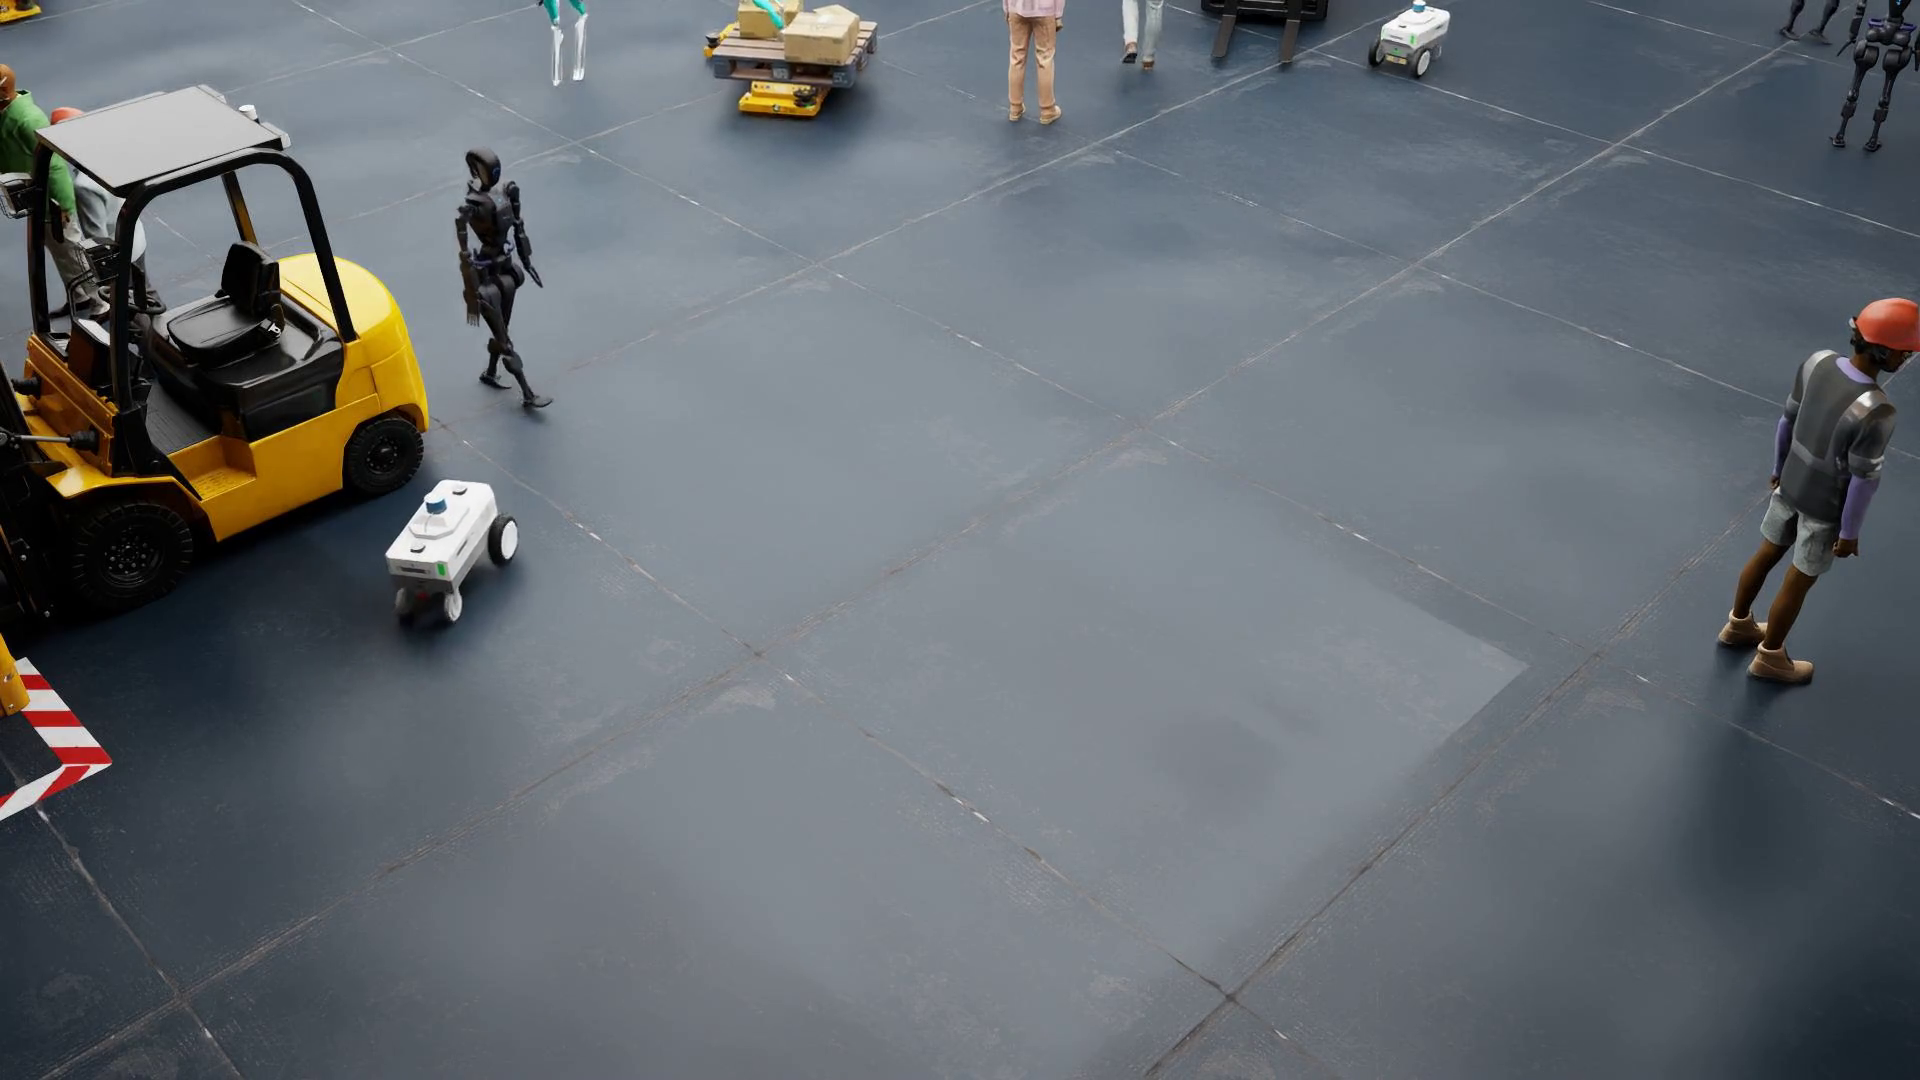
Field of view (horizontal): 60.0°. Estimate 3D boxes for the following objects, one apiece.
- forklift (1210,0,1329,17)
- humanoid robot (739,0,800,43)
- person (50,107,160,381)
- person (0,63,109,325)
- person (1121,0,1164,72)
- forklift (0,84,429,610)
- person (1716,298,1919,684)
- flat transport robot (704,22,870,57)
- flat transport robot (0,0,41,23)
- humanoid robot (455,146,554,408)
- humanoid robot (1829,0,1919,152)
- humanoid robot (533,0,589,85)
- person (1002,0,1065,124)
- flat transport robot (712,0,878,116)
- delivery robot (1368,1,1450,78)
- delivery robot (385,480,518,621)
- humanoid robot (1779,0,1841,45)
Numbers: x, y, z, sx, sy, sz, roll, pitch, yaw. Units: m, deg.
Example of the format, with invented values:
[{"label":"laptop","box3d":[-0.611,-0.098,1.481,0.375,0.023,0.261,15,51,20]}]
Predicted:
[{"label":"forklift","box3d":[3.106,-6.400,15.960,1.214,2.155,2.313,8,37,10]},{"label":"humanoid robot","box3d":[-1.597,-4.663,14.059,0.540,1.823,0.792,-30,46,-34]},{"label":"person","box3d":[-5.186,-1.807,10.187,0.350,1.738,0.572,-3,37,-4]},{"label":"person","box3d":[-5.874,-2.196,10.673,0.538,1.783,0.386,27,44,31]},{"label":"person","box3d":[1.620,-4.985,14.286,0.659,1.926,0.459,5,37,6]},{"label":"forklift","box3d":[-4.145,-1.093,8.856,2.313,2.155,1.214,-31,47,-34]},{"label":"person","box3d":[4.052,-0.224,7.818,0.373,2.039,0.614,-6,37,-8]},{"label":"flat transport robot","box3d":[-1.525,-4.482,14.997,1.431,0.231,0.659,9,38,12]},{"label":"flat transport robot","box3d":[-9.477,-5.235,16.004,1.431,0.231,0.659,30,46,34]},{"label":"humanoid robot","box3d":[-2.737,-1.577,9.955,0.723,1.633,0.589,17,40,21]},{"label":"humanoid robot","box3d":[7.237,-3.896,13.023,0.599,1.657,0.315,17,40,22]},{"label":"humanoid robot","box3d":[-3.391,-4.772,14.166,0.542,1.814,0.694,1,37,1]},{"label":"person","box3d":[0.580,-4.240,13.407,0.522,1.783,0.407,12,38,16]},{"label":"flat transport robot","box3d":[-1.403,-4.040,14.405,0.659,0.231,1.431,7,37,9]},{"label":"delivery robot","box3d":[3.994,-4.443,14.721,0.514,0.614,0.785,27,45,32]},{"label":"delivery robot","box3d":[-2.701,0.012,8.755,0.499,0.610,0.813,6,37,8]},{"label":"humanoid robot","box3d":[7.789,-5.271,14.877,0.584,1.643,0.561,-8,38,-11]}]
